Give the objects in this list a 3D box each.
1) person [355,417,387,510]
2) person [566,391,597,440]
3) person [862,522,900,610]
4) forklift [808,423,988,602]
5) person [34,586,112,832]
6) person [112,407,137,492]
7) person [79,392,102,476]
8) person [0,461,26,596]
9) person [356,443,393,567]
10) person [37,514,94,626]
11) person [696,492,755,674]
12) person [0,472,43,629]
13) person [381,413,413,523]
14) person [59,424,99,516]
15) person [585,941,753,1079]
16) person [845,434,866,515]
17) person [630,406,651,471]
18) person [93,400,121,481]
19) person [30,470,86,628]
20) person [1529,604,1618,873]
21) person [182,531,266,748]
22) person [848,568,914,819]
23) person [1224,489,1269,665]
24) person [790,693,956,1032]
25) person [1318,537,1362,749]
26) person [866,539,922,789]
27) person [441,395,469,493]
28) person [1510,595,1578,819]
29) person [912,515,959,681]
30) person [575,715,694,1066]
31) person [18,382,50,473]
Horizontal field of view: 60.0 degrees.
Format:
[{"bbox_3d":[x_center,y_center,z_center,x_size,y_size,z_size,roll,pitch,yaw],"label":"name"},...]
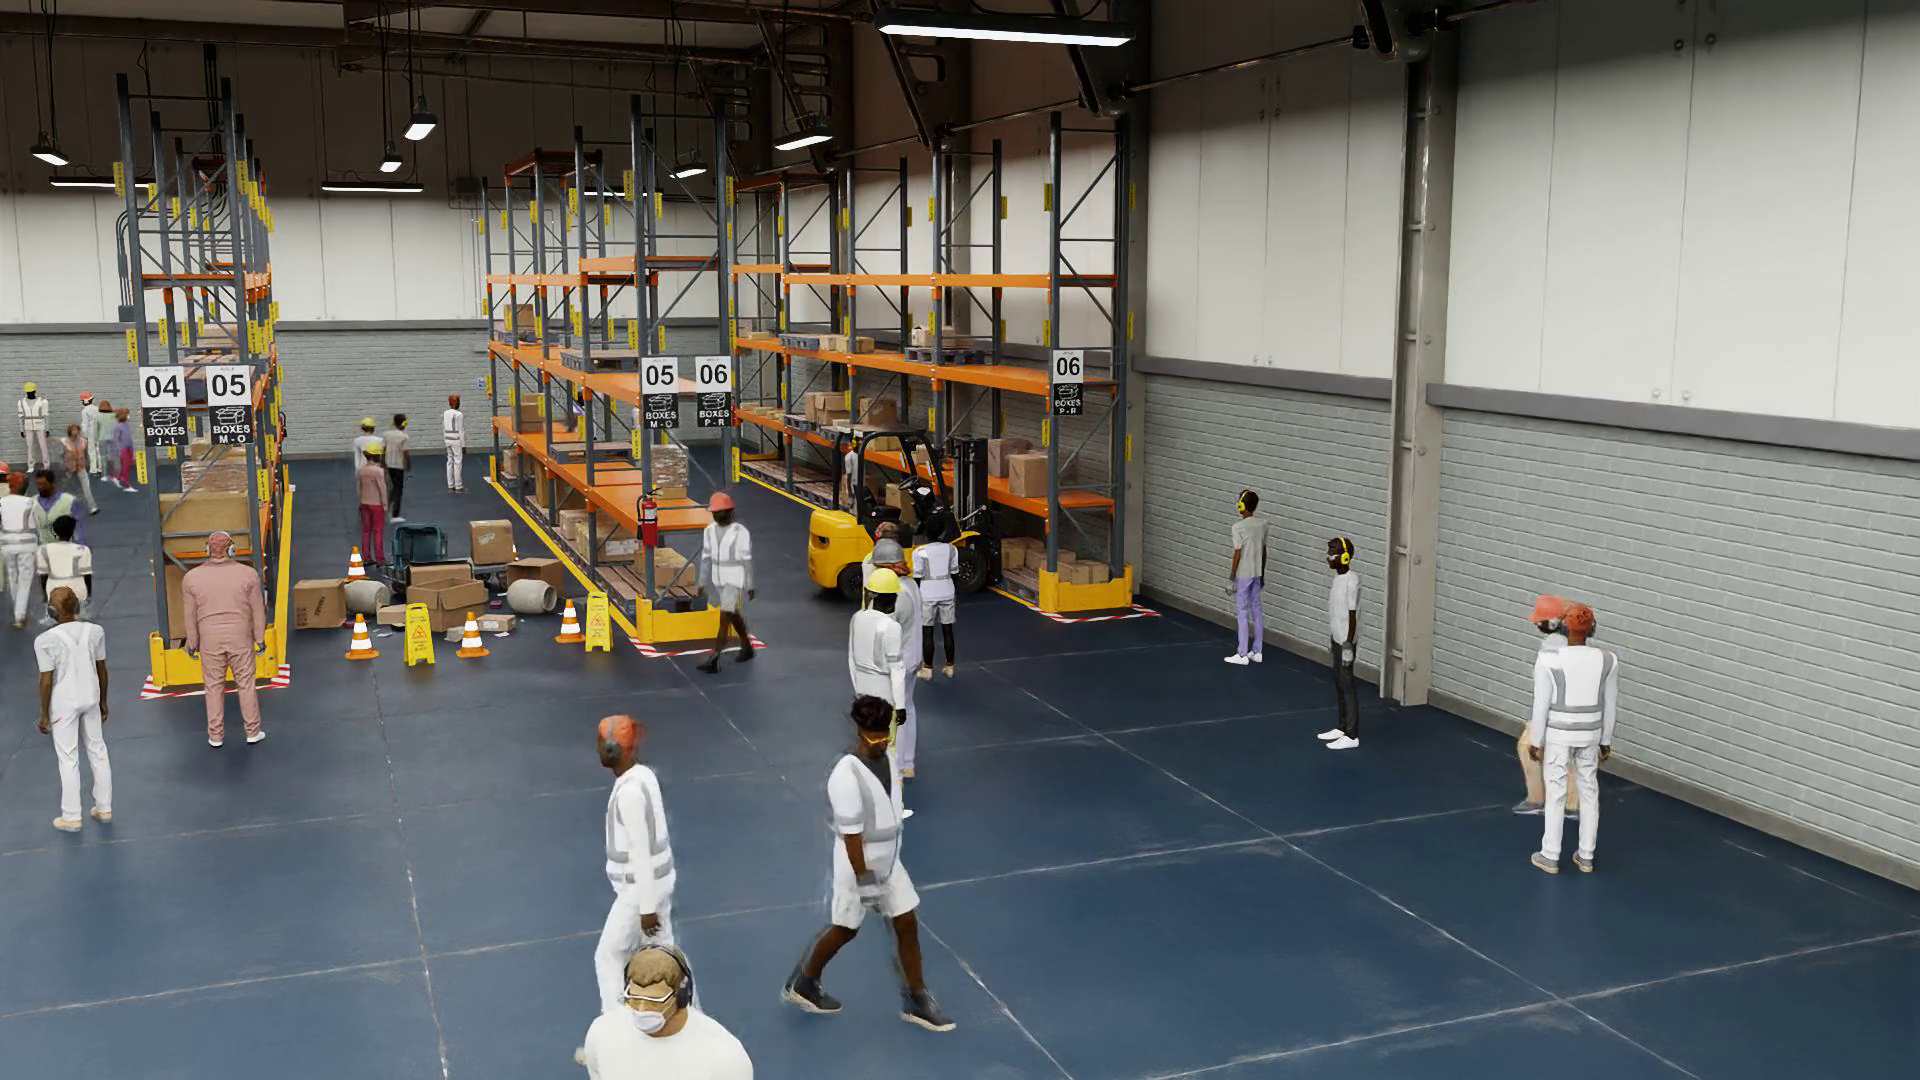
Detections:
[{"bbox_3d":[-10.007,-1.200,28.107,0.517,1.747,0.659,2,9,15],"label":"person"},{"bbox_3d":[-7.579,-2.081,33.410,0.620,1.836,0.429,-7,12,-39],"label":"person"},{"bbox_3d":[-0.727,0.735,15.650,0.381,1.837,0.571,5,10,29],"label":"person"},{"bbox_3d":[-0.830,-0.399,21.676,2.313,2.155,1.214,-4,10,-21],"label":"forklift"},{"bbox_3d":[-6.610,1.249,12.403,0.346,1.846,0.506,6,11,34],"label":"person"},{"bbox_3d":[-16.027,-1.732,31.842,0.478,1.625,0.514,1,9,7],"label":"person"},{"bbox_3d":[-17.992,-2.197,34.415,0.350,1.743,0.563,0,9,3],"label":"person"},{"bbox_3d":[-12.338,-0.145,21.500,0.563,1.742,0.360,-4,10,-24],"label":"person"},{"bbox_3d":[-8.324,-0.497,23.641,0.534,1.766,0.318,5,10,28],"label":"person"},{"bbox_3d":[-9.238,0.569,17.184,0.547,1.669,0.570,-2,9,-11],"label":"person"},{"bbox_3d":[-2.468,0.428,17.485,0.567,1.876,1.012,6,11,32],"label":"person"},{"bbox_3d":[-11.091,0.118,19.570,0.571,1.843,0.961,-1,9,-8],"label":"person"},{"bbox_3d":[-9.409,-1.201,27.830,0.562,1.837,0.436,4,10,23],"label":"person"},{"bbox_3d":[-15.196,-1.194,28.572,0.922,1.590,0.532,8,12,39],"label":"person"},{"bbox_3d":[-0.995,2.275,5.685,0.631,1.932,0.362,4,10,23],"label":"person"},{"bbox_3d":[-1.502,-0.664,24.375,0.314,1.866,0.537,3,10,19],"label":"person"},{"bbox_3d":[-6.301,-1.994,32.847,0.404,1.835,0.590,-2,9,-11],"label":"person"},{"bbox_3d":[-17.200,-2.001,33.565,0.506,1.623,0.315,-6,11,-35],"label":"person"},{"bbox_3d":[-10.708,0.088,19.671,0.600,1.854,1.017,1,9,3],"label":"person"},{"bbox_3d":[4.228,1.373,11.499,0.576,1.883,0.354,0,9,-2],"label":"person"},{"bbox_3d":[-6.442,0.868,14.608,0.652,1.906,0.402,-3,10,-20],"label":"person"},{"bbox_3d":[-0.597,1.166,12.664,0.382,1.924,0.594,-7,12,-39],"label":"person"},{"bbox_3d":[3.045,0.394,17.700,0.516,1.873,0.329,-6,11,-35],"label":"person"},{"bbox_3d":[-0.534,1.743,9.119,0.959,1.912,0.632,5,10,31],"label":"person"},{"bbox_3d":[3.349,0.896,14.587,0.327,1.861,0.510,0,9,-3],"label":"person"},{"bbox_3d":[-0.582,0.982,13.467,0.535,2.000,0.681,3,9,17],"label":"person"},{"bbox_3d":[-9.609,-1.825,31.647,0.575,1.880,0.358,7,11,37],"label":"person"},{"bbox_3d":[4.479,1.262,12.675,0.592,1.718,0.596,9,13,44],"label":"person"},{"bbox_3d":[-0.257,0.590,17.011,0.531,1.698,0.320,-4,10,-26],"label":"person"},{"bbox_3d":[-1.728,1.829,8.733,0.781,1.845,0.614,0,9,0],"label":"person"},{"bbox_3d":[-19.402,-2.352,34.860,0.584,1.916,0.404,-2,9,-13],"label":"person"}]
